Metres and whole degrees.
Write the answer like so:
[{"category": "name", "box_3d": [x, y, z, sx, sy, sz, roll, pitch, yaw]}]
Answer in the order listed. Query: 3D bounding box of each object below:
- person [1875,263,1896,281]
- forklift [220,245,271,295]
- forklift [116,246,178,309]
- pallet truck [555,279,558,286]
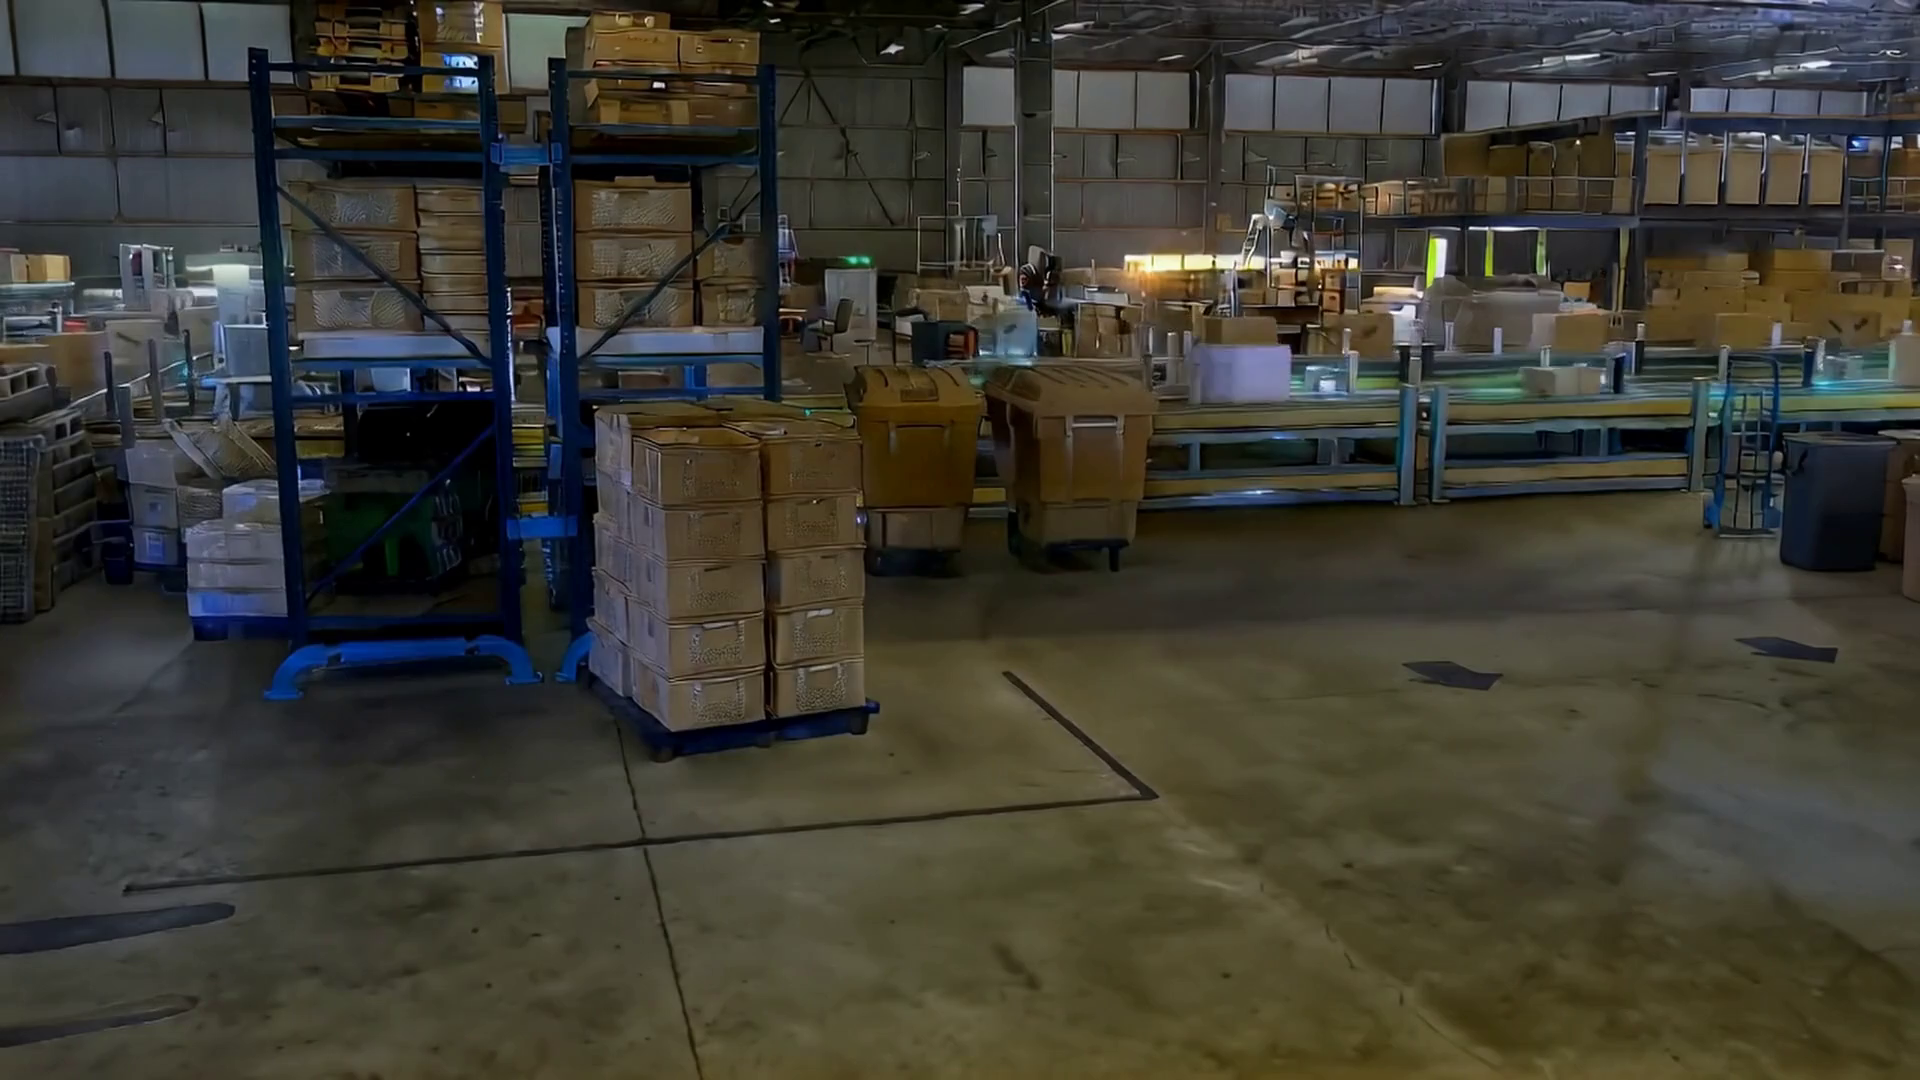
[{"category": "person", "box_3d": [22.897, -6.018, 41.314, 0.534, 1.714, 0.905, -1, 10, -6]}, {"category": "forklift", "box_3d": [-17.749, -6.334, 41.440, 1.157, 1.987, 2.680, -3, 10, -17]}, {"category": "forklift", "box_3d": [-19.966, -6.232, 40.894, 1.157, 1.987, 2.680, -3, 10, -15]}, {"category": "pallet truck", "box_3d": [-10.604, -6.375, 44.520, 0.653, 1.274, 1.630, -3, 10, -15]}]
